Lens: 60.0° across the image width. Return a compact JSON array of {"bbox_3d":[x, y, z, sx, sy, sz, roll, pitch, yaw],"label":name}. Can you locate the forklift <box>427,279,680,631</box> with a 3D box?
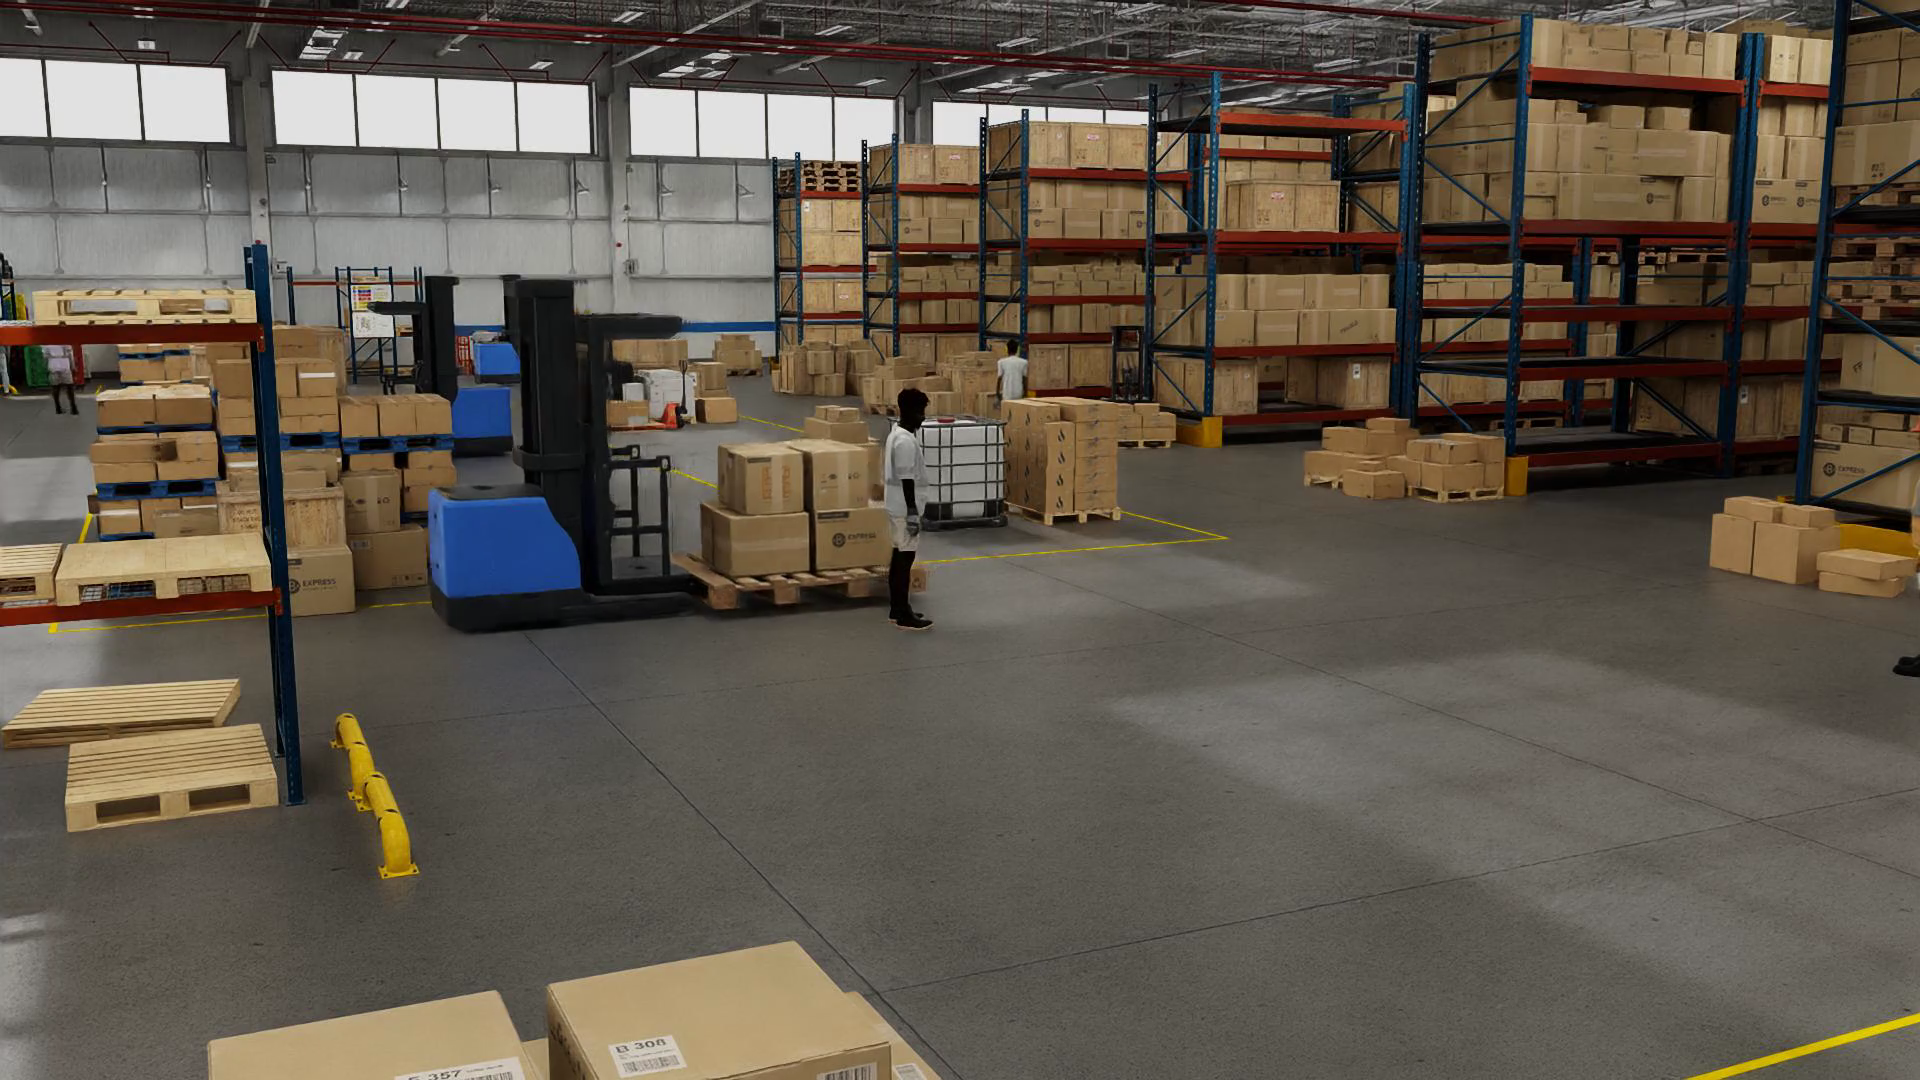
[{"bbox_3d":[-3.428,-0.762,13.814,1.873,2.768,1.129,-4,10,-25],"label":"forklift"}]

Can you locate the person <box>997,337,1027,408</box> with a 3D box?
[{"bbox_3d":[0.851,-2.311,26.610,0.516,1.855,0.602,-2,9,-11],"label":"person"}]

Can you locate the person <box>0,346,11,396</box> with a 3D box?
[{"bbox_3d":[-22.356,-4.281,38.559,0.636,1.939,0.365,-9,13,-44],"label":"person"}]

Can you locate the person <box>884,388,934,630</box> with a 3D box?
[{"bbox_3d":[-0.425,-0.253,13.509,0.381,1.958,0.603,-2,9,-12],"label":"person"}]

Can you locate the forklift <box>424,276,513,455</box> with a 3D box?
[{"bbox_3d":[-8.087,-2.736,26.060,1.873,2.768,1.129,-4,10,-25],"label":"forklift"}]

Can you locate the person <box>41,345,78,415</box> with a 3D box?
[{"bbox_3d":[-18.297,-3.484,33.762,0.585,1.884,0.605,-5,10,-27],"label":"person"}]

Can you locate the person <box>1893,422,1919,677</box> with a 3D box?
[{"bbox_3d":[6.929,0.020,11.875,0.377,1.938,0.547,8,12,39],"label":"person"}]

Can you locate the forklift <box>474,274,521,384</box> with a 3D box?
[{"bbox_3d":[-11.390,-5.366,42.378,1.873,2.768,1.129,-4,10,-25],"label":"forklift"}]

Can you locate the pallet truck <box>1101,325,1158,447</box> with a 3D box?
[{"bbox_3d":[2.881,-2.596,27.923,0.823,1.965,1.885,-1,9,-7],"label":"pallet truck"}]
